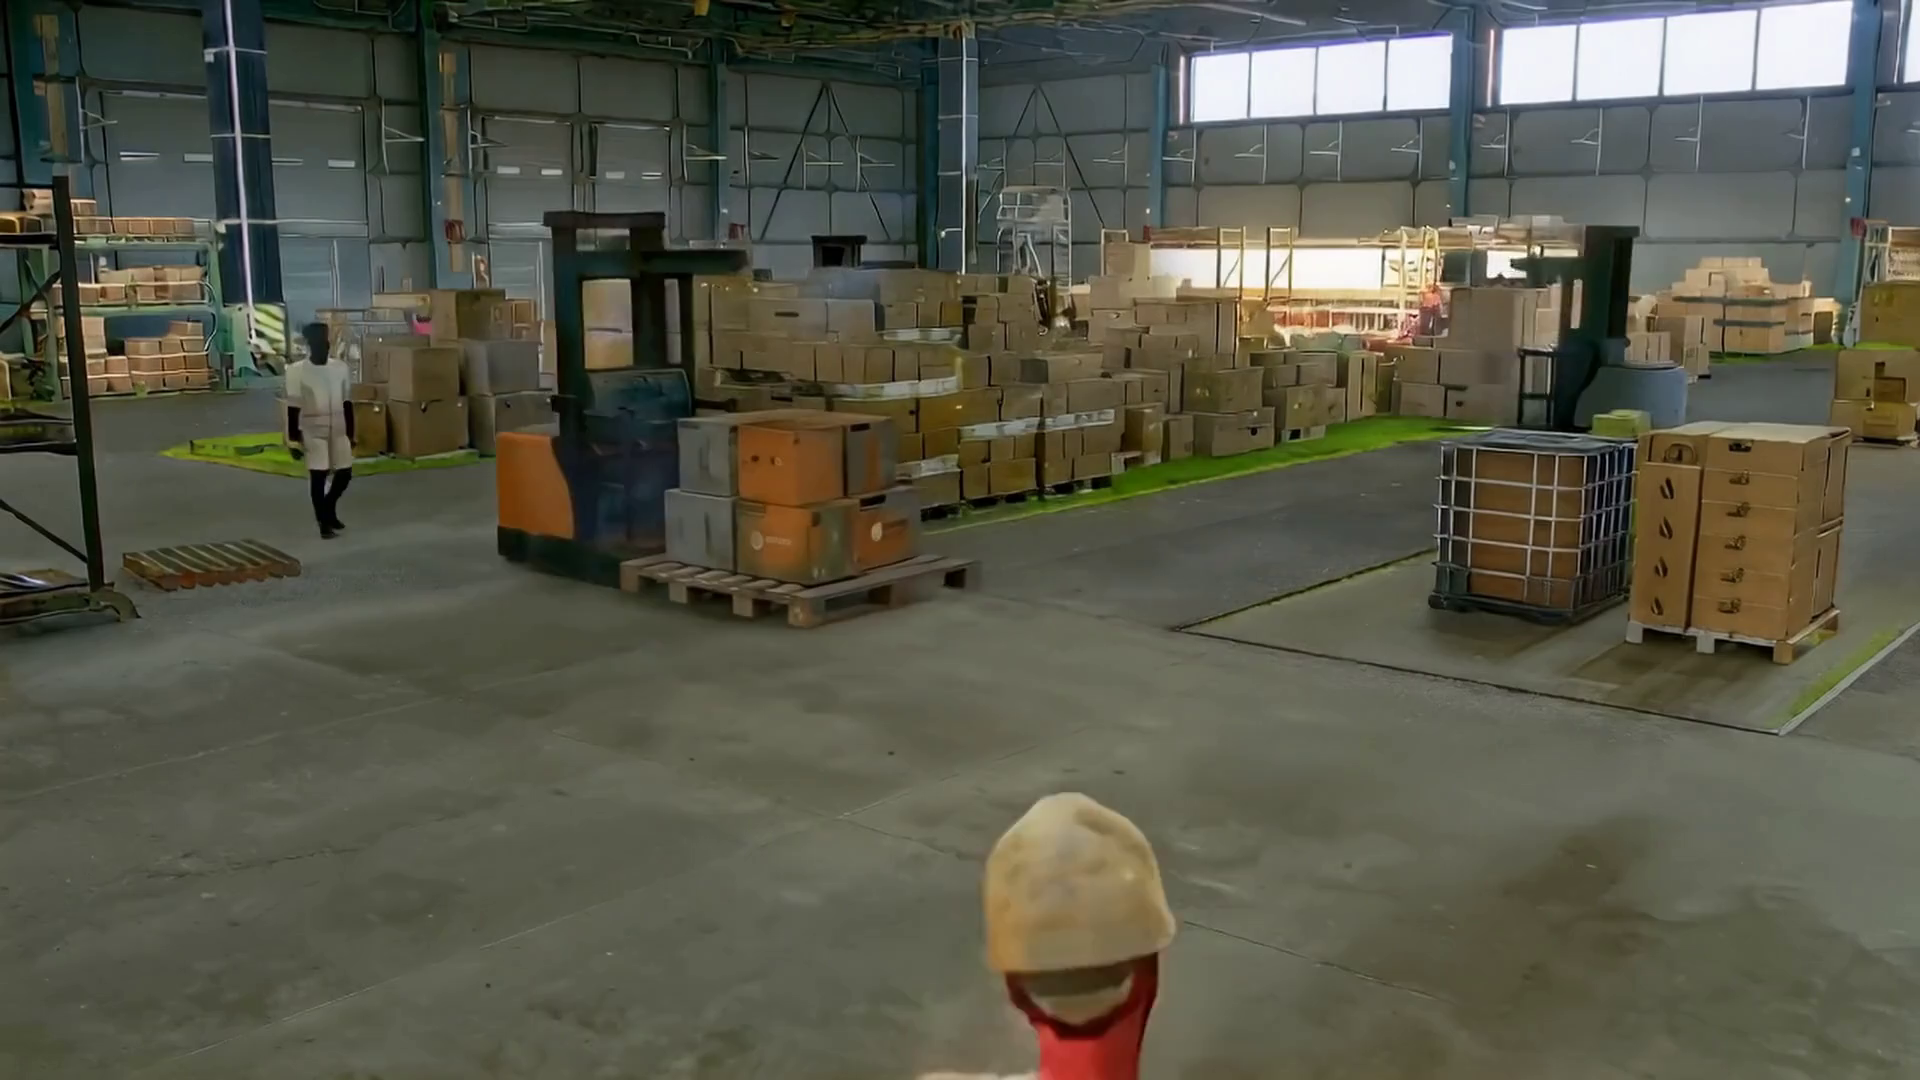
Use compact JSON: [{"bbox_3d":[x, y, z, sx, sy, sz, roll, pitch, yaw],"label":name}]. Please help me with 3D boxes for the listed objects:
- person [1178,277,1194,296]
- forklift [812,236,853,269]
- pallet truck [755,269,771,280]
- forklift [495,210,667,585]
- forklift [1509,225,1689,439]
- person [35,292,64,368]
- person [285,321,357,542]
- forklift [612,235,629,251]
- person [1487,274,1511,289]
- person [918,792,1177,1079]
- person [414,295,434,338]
[{"bbox_3d":[4.952,-4.753,36.212,0.807,1.904,0.548,5,11,25],"label":"person"},{"bbox_3d":[-2.946,-5.693,38.805,1.129,2.768,1.873,-4,11,-21],"label":"forklift"},{"bbox_3d":[-4.996,-6.432,45.525,1.885,1.965,0.823,-6,12,-32],"label":"pallet truck"},{"bbox_3d":[-2.741,-1.172,13.067,1.873,2.768,1.129,8,13,40],"label":"forklift"},{"bbox_3d":[8.148,-2.568,21.015,1.873,2.768,1.129,8,13,40],"label":"forklift"},{"bbox_3d":[-17.012,-3.879,31.184,0.542,1.930,0.374,4,11,24],"label":"person"},{"bbox_3d":[-5.557,-0.944,14.477,0.585,1.931,0.633,8,13,38],"label":"person"},{"bbox_3d":[-7.300,-5.450,37.421,1.873,2.768,1.129,8,13,40],"label":"forklift"},{"bbox_3d":[12.820,-5.374,39.678,0.629,1.936,0.372,1,10,4],"label":"person"},{"bbox_3d":[0.106,1.264,1.984,0.563,1.908,0.760,6,12,33],"label":"person"},{"bbox_3d":[-8.242,-2.888,25.854,0.645,1.816,0.467,5,11,25],"label":"person"}]
